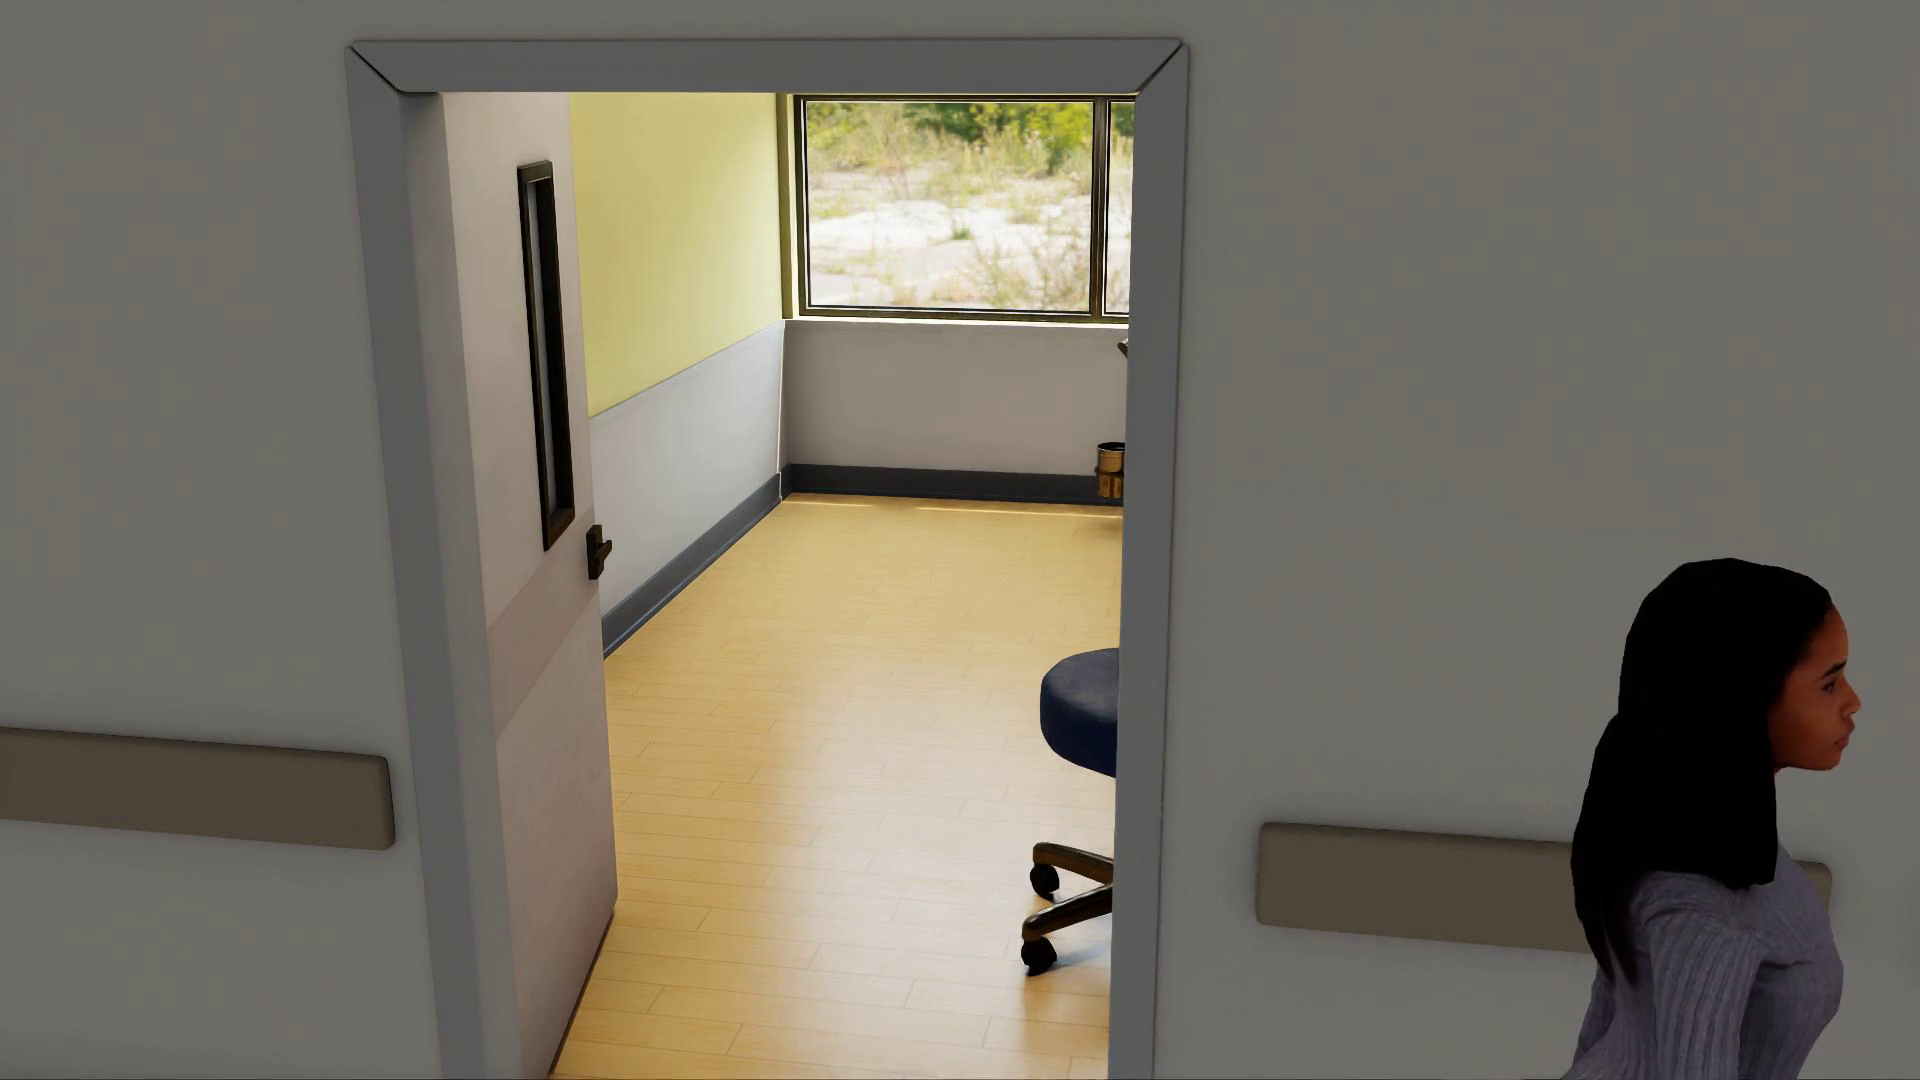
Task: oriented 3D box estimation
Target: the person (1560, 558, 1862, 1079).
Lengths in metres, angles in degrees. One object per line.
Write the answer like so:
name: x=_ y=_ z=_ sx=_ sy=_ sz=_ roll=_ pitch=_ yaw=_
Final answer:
person: x=0.746 y=0.860 z=2.124 sx=1.168 sy=1.699 sz=0.798 roll=7 pitch=17 yaw=23
